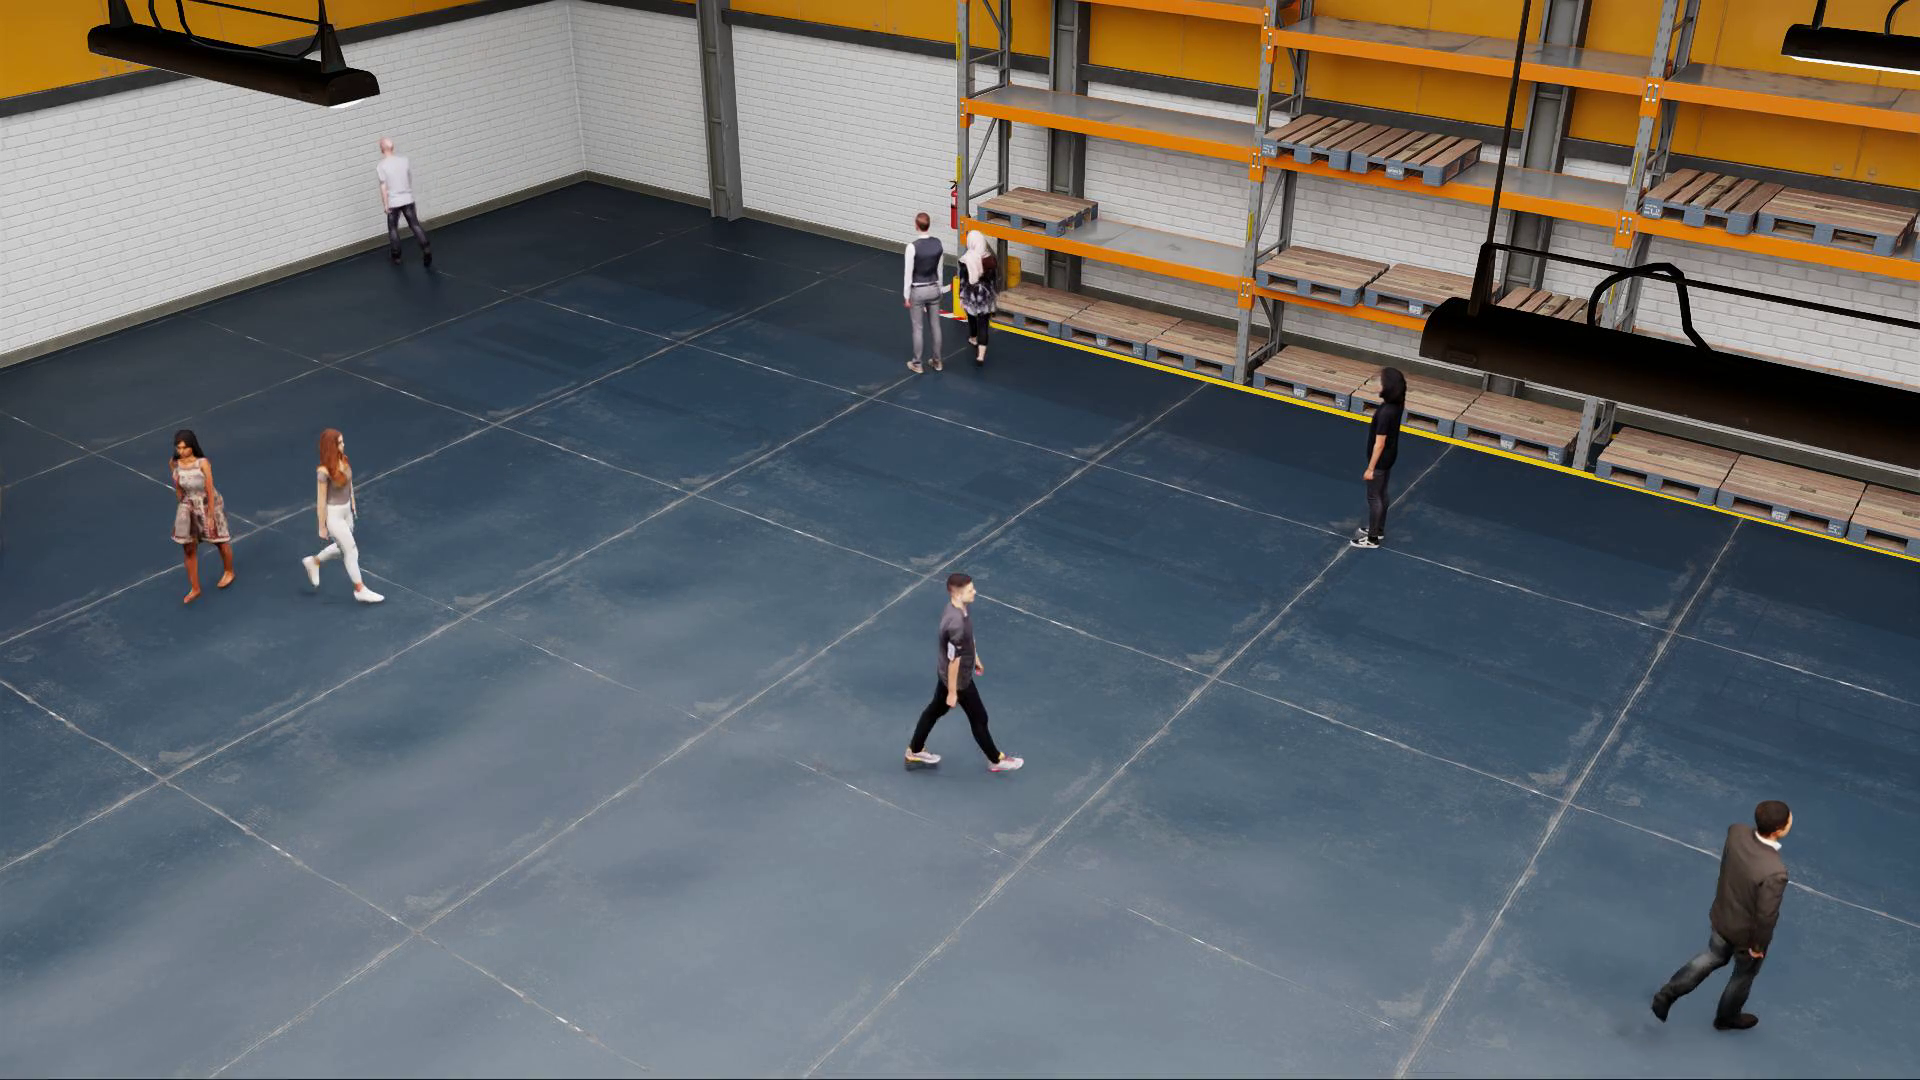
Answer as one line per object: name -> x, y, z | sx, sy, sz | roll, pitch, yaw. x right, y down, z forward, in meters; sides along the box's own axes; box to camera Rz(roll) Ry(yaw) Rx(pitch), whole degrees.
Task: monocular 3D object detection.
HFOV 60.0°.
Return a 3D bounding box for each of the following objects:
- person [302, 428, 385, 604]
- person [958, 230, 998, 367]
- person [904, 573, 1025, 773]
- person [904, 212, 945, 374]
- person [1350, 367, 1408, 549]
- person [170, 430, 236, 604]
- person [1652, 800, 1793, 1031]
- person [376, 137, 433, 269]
person -> -5.663, -0.207, 14.906 | 1.125, 1.691, 0.890 | 5, 29, 9
person -> 0.244, -2.838, 19.852 | 1.088, 1.574, 1.129 | -5, 29, -9
person -> -0.106, 1.039, 12.594 | 1.248, 1.718, 1.068 | 1, 29, 2
person -> -0.403, -2.925, 19.633 | 0.763, 1.936, 0.765 | -12, 31, -21
person -> 4.020, -0.796, 15.835 | 0.541, 1.836, 0.642 | 16, 32, 27
person -> -6.846, -0.300, 15.151 | 0.916, 1.619, 0.911 | 3, 29, 6
person -> 4.704, 2.322, 10.170 | 1.076, 1.786, 1.038 | -7, 29, -12
person -> -7.665, -4.629, 22.885 | 1.118, 1.814, 0.817 | 25, 38, 38
